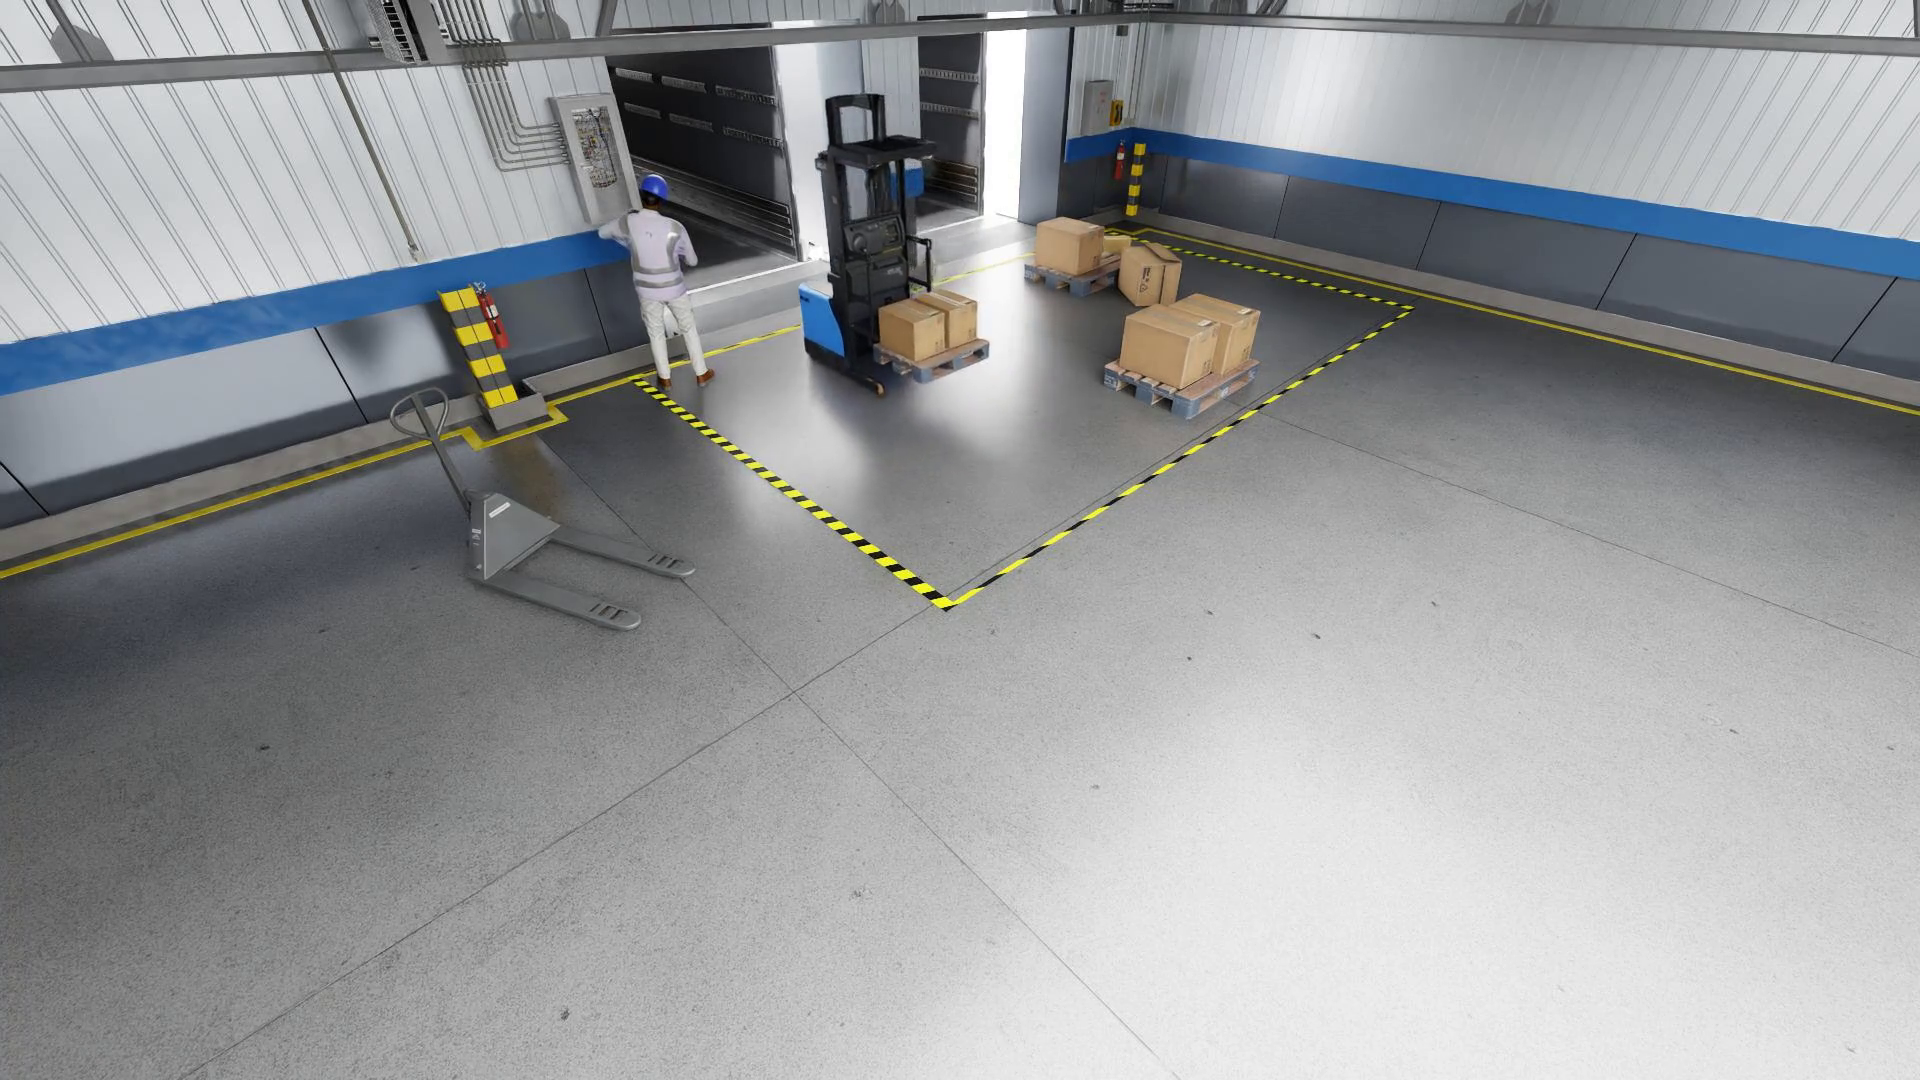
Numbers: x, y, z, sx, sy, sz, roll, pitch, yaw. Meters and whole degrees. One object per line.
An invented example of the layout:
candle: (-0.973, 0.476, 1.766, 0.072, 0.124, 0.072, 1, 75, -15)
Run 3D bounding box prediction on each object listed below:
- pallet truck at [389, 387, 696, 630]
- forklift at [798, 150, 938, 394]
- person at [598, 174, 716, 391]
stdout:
pallet truck: (-2.613, -0.247, 4.593, 1.601, 1.201, 0.680, 14, 40, 17)
forklift: (-1.090, -2.713, 7.129, 0.716, 2.013, 0.776, -30, 47, -33)
person: (-2.811, -2.384, 6.835, 0.789, 1.882, 0.762, -11, 39, -13)
